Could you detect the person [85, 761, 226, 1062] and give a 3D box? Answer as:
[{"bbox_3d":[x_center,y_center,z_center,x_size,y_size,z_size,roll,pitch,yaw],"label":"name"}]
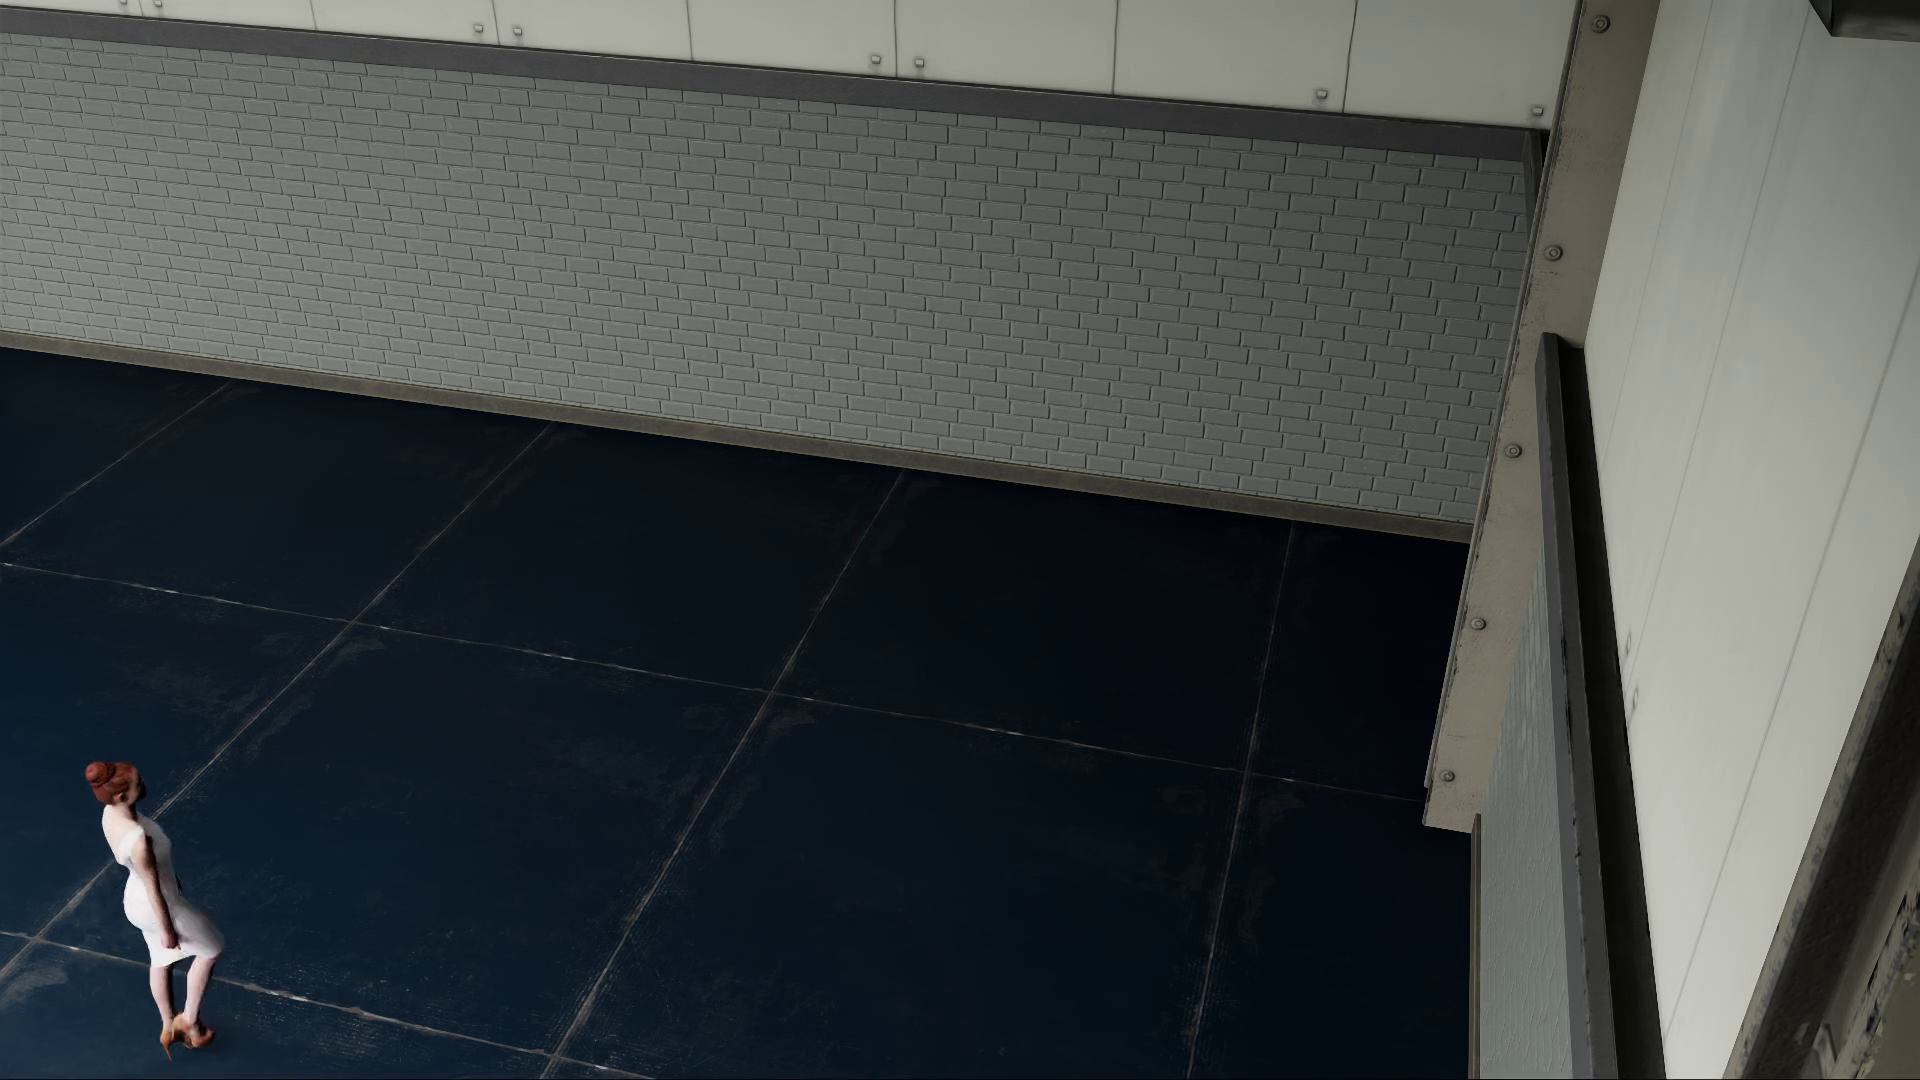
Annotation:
[{"bbox_3d":[-3.773,1.749,7.623,0.708,1.781,0.754,28,42,37],"label":"person"}]
